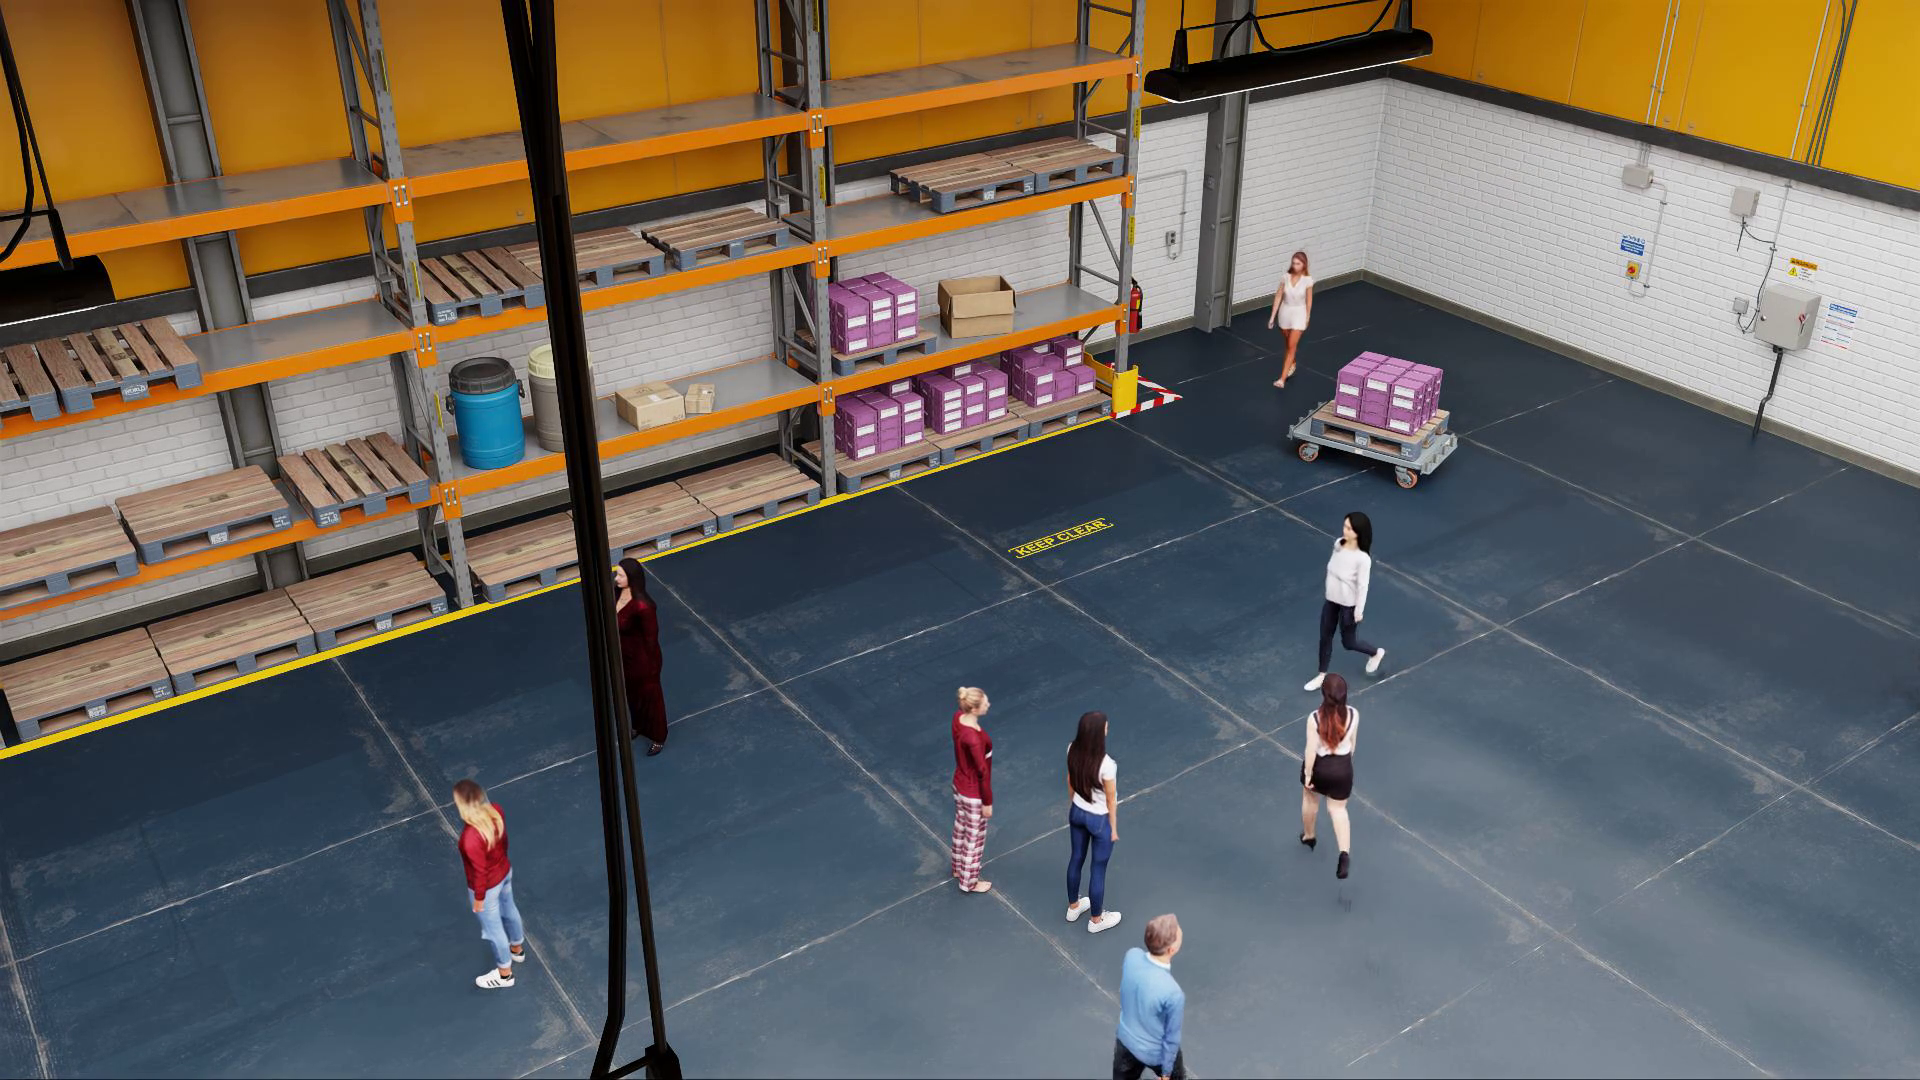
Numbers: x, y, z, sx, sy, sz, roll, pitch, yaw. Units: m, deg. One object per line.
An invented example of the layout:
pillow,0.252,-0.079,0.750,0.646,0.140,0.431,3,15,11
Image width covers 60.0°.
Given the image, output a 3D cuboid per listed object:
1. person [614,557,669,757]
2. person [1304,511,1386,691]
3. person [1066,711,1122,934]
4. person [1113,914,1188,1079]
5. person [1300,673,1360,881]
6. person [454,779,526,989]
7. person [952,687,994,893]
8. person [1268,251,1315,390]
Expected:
person,-2.582,0.913,13.346,0.638,1.757,0.690,-25,37,-37
person,3.339,0.518,14.151,1.018,1.681,0.712,-13,31,-23
person,0.901,1.932,11.460,0.552,1.775,0.610,-24,36,-36
person,1.021,2.937,9.613,1.071,1.780,0.721,-22,36,-35
person,2.688,1.724,11.997,0.993,1.626,0.913,-4,29,-6
person,-3.114,2.250,11.023,0.740,1.635,0.675,6,29,10
person,0.083,1.752,11.869,0.592,1.700,0.672,-10,30,-18
person,4.036,-2.690,20.066,0.901,1.647,1.187,16,33,27
